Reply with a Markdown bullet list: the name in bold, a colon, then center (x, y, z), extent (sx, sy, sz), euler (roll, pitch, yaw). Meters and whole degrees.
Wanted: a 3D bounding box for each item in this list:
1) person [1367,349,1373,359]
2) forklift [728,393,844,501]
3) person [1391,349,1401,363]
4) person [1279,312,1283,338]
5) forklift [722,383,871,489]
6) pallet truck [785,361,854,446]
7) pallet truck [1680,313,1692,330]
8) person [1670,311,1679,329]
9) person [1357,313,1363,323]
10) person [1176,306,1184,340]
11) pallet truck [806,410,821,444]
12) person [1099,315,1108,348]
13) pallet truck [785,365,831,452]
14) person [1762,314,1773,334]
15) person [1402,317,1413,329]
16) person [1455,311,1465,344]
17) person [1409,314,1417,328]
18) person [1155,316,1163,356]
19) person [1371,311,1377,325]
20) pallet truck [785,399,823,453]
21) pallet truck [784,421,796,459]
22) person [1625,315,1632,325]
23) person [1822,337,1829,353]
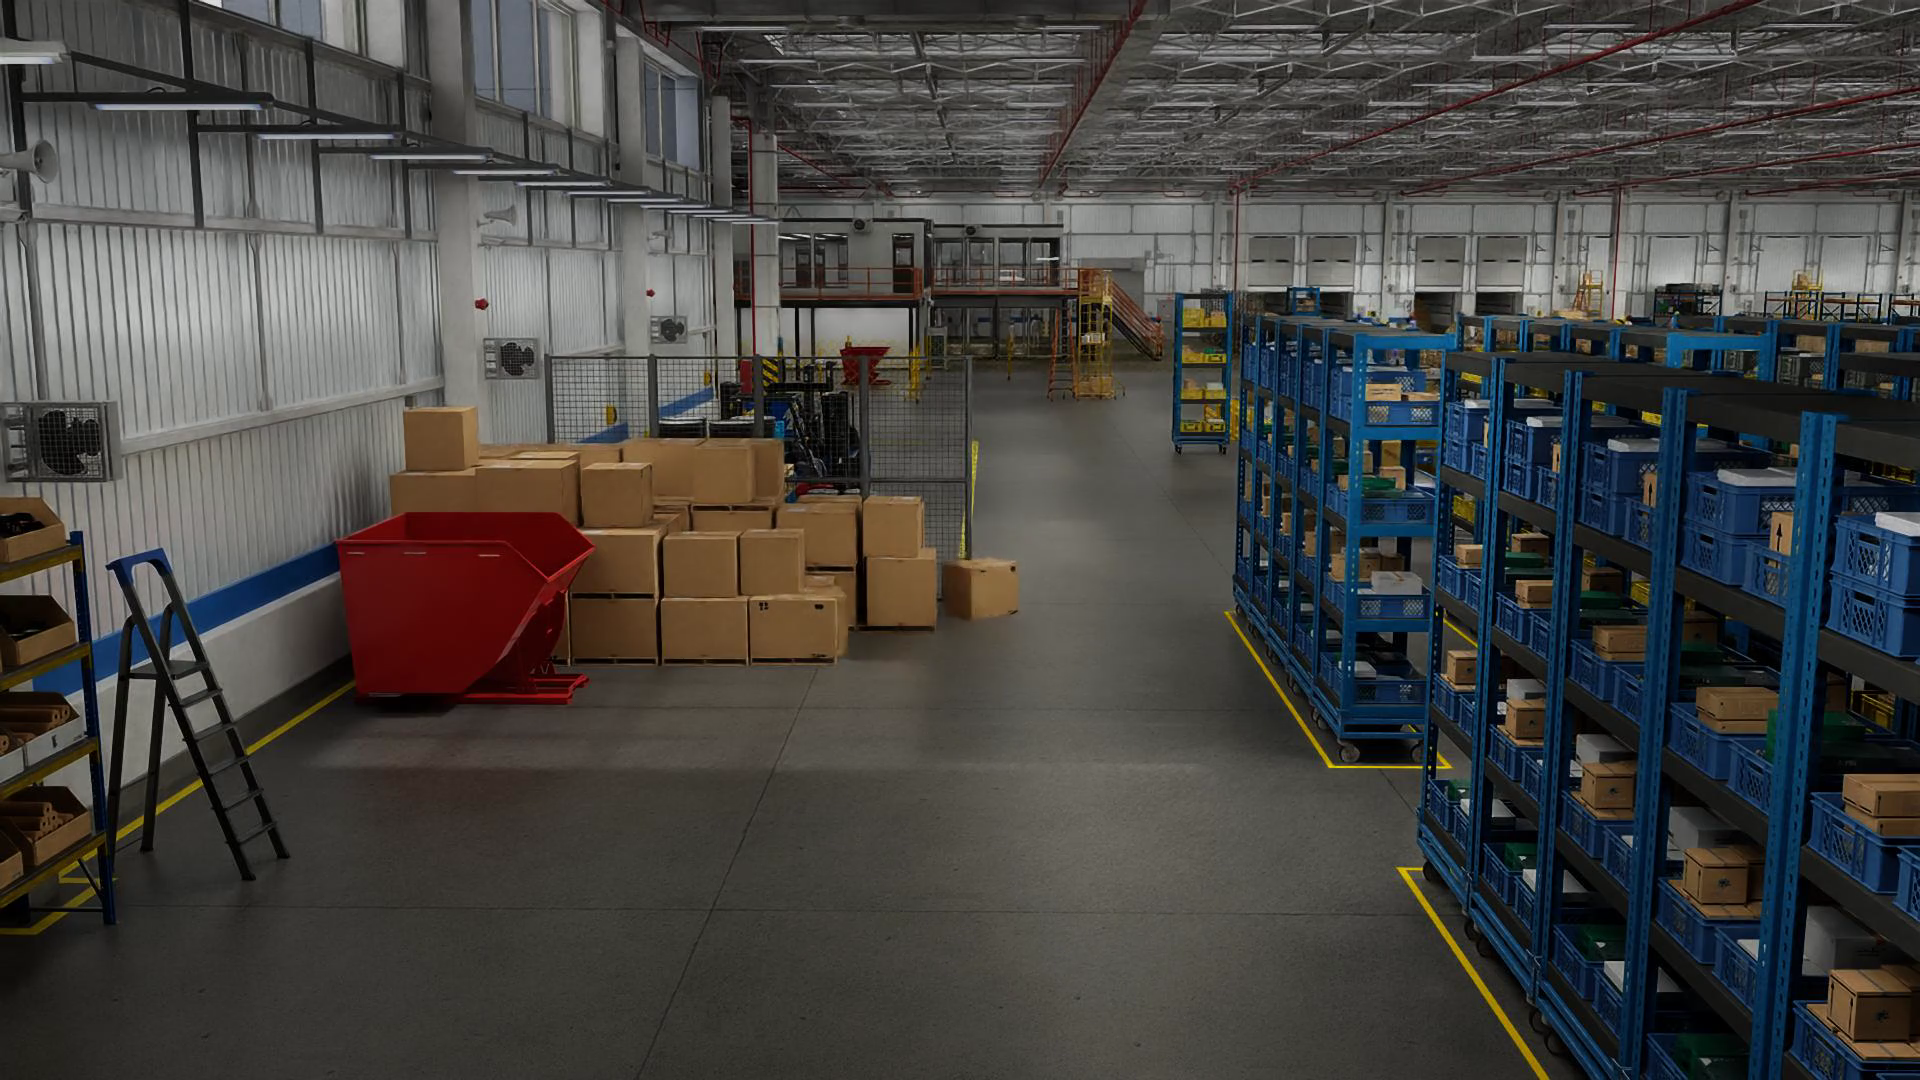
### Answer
- **person**: center (13.551, -5.780, 55.489), extent (0.618, 1.815, 0.609), euler (-4, 10, -25)
- **forklift**: center (-2.979, -1.316, 26.476), extent (2.680, 1.987, 1.157), euler (0, 9, 1)
- **person**: center (14.531, -5.804, 55.460), extent (1.017, 1.891, 0.562), euler (3, 10, 18)
- **person**: center (17.938, -11.776, 92.482), extent (0.658, 1.818, 0.649), euler (-7, 12, -37)
- **forklift**: center (-2.893, -1.687, 28.729), extent (2.680, 1.987, 1.157), euler (0, 9, -1)
- **pallet truck**: center (-3.410, -3.193, 38.978), extent (1.885, 1.965, 0.823), euler (0, 9, -1)
- **pallet truck**: center (36.315, -10.531, 84.244), extent (0.823, 1.965, 1.885), euler (-6, 11, -33)
- **person**: center (38.523, -11.353, 89.565), extent (0.392, 1.916, 0.588), euler (-6, 11, -34)
- **person**: center (20.452, -10.613, 84.980), extent (0.636, 1.916, 0.803), euler (-5, 11, -29)
- **person**: center (12.979, -12.825, 98.398), extent (0.377, 1.995, 0.612), euler (-7, 12, -37)
- **pallet truck**: center (-3.559, -2.018, 33.905), extent (1.522, 1.261, 0.704), euler (0, 9, -1)
- **person**: center (7.623, -11.135, 88.486), extent (0.502, 1.828, 0.491), euler (-2, 9, -12)
- **pallet truck**: center (-3.774, -2.976, 37.635), extent (1.885, 1.965, 0.823), euler (1, 9, 5)
- **person**: center (38.486, -9.712, 79.058), extent (0.535, 2.000, 0.674), euler (-7, 12, -38)
- **person**: center (21.175, -9.613, 78.915), extent (0.827, 1.896, 0.596), euler (-8, 12, -39)
- **person**: center (27.908, -11.902, 93.095), extent (0.606, 1.866, 0.583), euler (6, 11, 32)
- **person**: center (23.088, -10.631, 85.252), extent (0.550, 1.871, 1.037), euler (-6, 11, -35)
- **person**: center (9.556, -9.832, 80.119), extent (0.368, 1.933, 0.553), euler (-4, 10, -23)
- **person**: center (23.295, -11.928, 93.408), extent (0.929, 1.830, 0.521), euler (5, 10, 27)
- **pallet truck**: center (-3.814, -2.432, 36.419), extent (1.630, 1.274, 0.653), euler (0, 9, 1)
- **pallet truck**: center (-4.013, -1.793, 32.705), extent (1.601, 1.201, 0.680), euler (0, 9, 1)
- **person**: center (33.299, -10.254, 82.890), extent (0.354, 1.881, 0.576), euler (0, 9, -3)
- **person**: center (30.606, -6.400, 58.698), extent (0.589, 2.015, 0.622), euler (2, 9, 11)
